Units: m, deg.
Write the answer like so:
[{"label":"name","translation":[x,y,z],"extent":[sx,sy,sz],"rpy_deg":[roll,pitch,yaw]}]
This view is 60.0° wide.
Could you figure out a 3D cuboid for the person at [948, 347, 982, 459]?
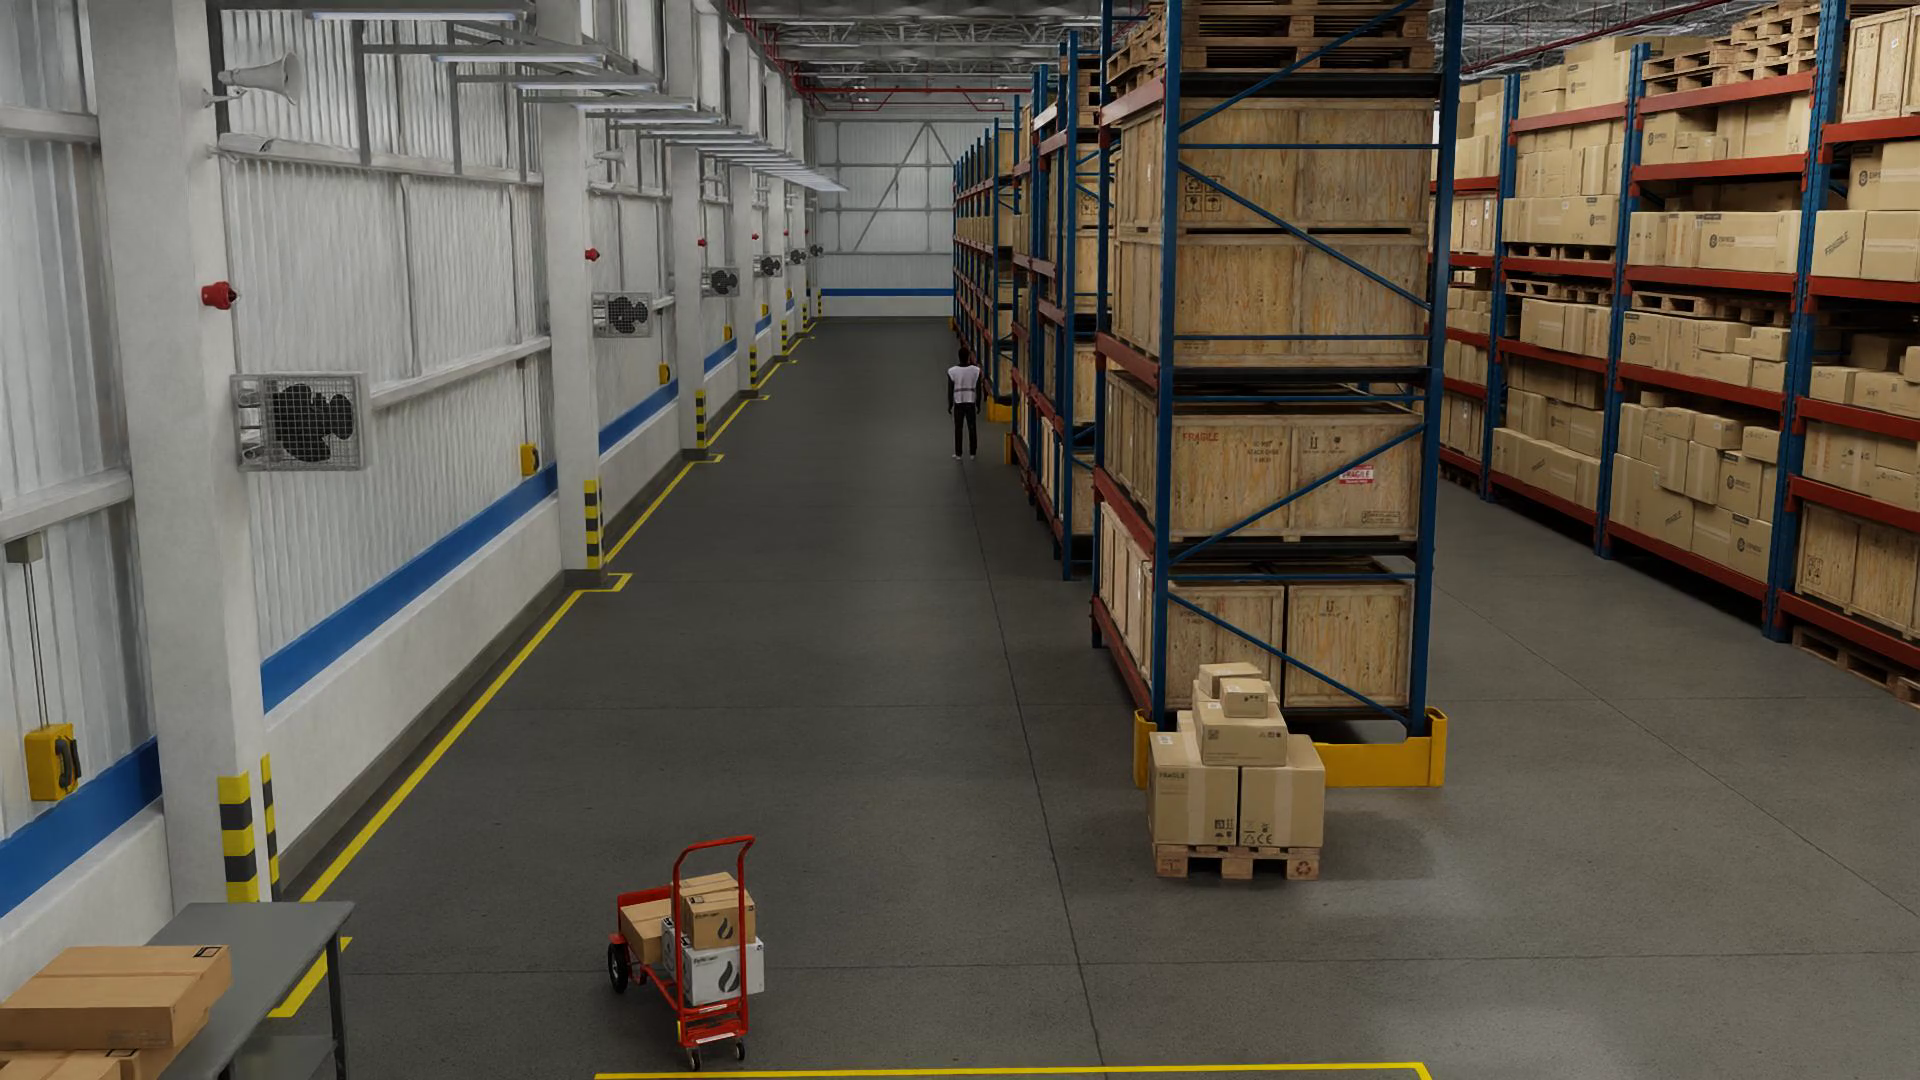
[{"label":"person","translation":[0.079,-2.341,28.529],"extent":[0.593,1.922,0.391],"rpy_deg":[-2,11,-9]}]
